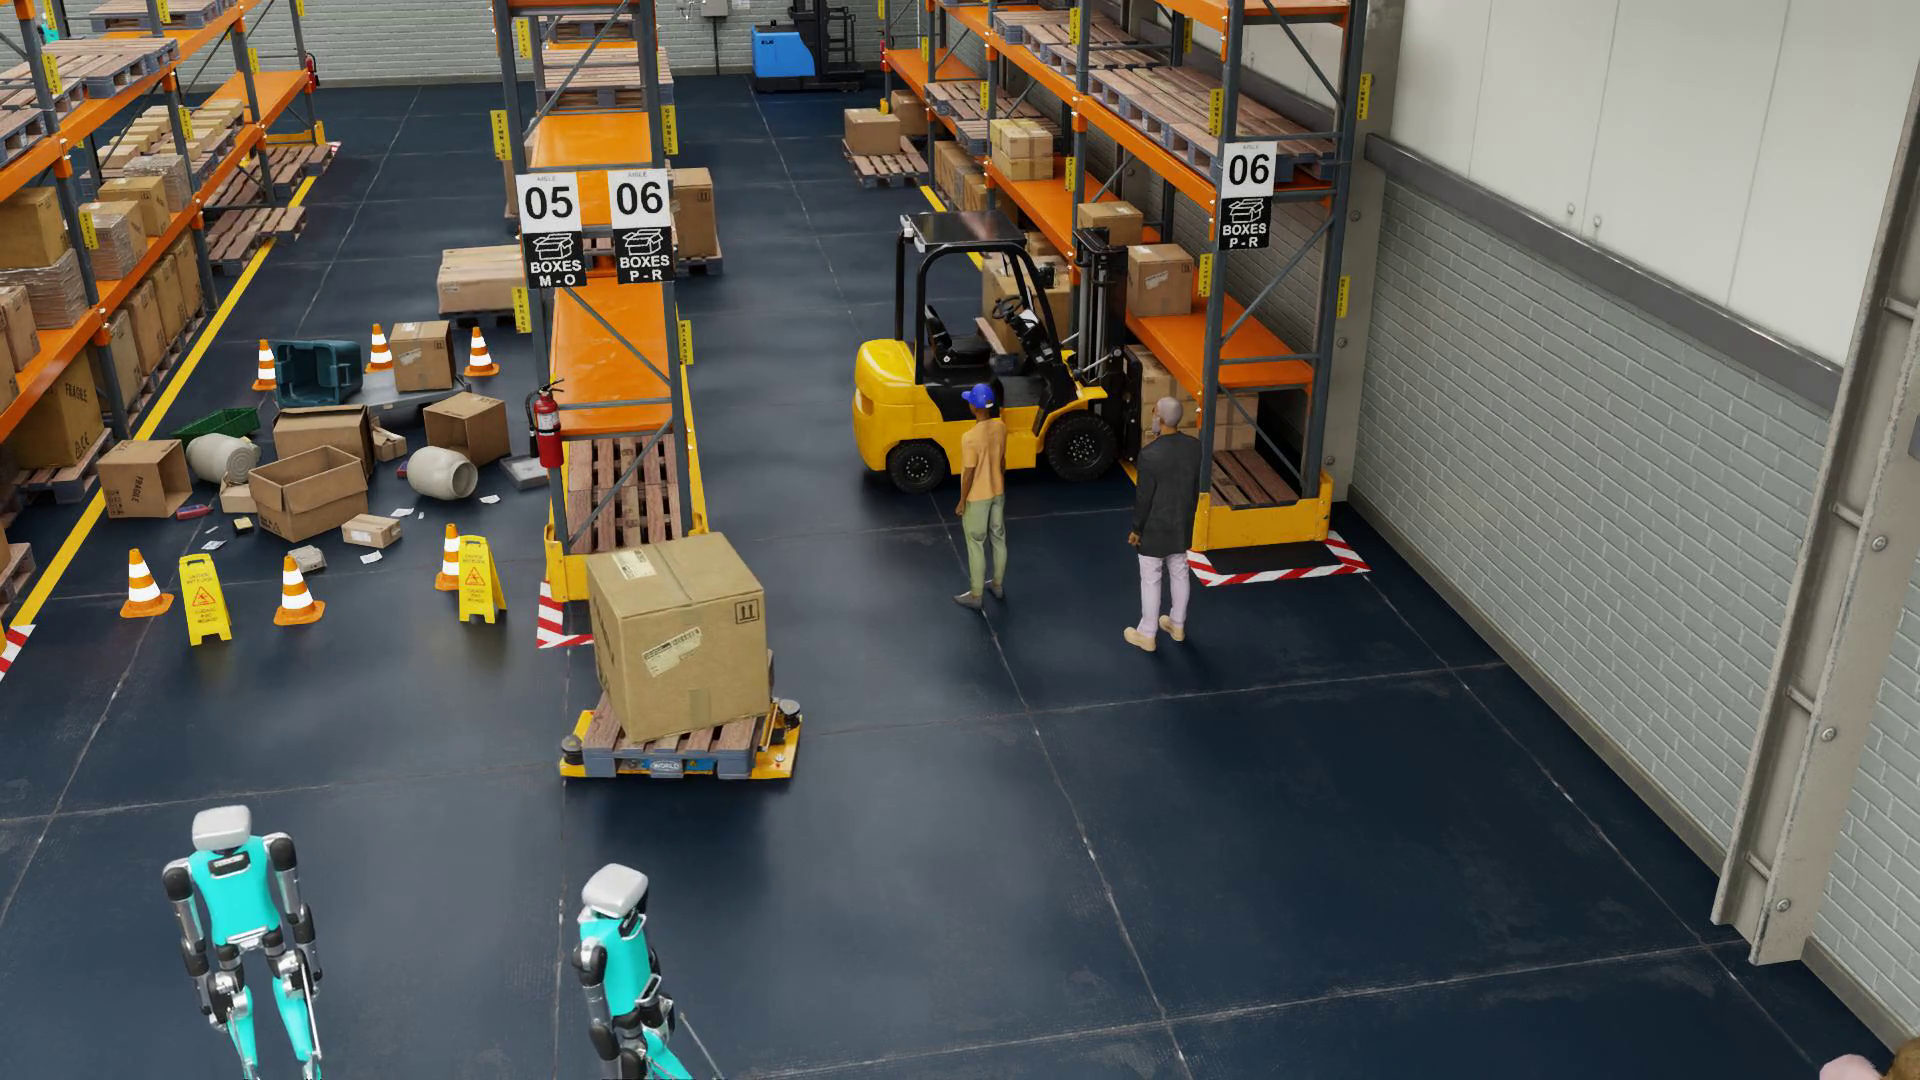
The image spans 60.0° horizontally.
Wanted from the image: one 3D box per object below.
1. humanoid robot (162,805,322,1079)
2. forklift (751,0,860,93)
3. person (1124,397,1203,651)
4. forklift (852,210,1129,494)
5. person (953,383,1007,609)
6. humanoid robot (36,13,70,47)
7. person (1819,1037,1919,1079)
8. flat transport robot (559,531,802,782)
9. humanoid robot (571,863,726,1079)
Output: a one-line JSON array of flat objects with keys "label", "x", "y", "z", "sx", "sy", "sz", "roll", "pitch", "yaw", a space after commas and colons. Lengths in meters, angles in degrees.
[{"label": "humanoid robot", "x": -2.994, "y": 2.086, "z": 7.197, "sx": 0.535, "sy": 1.871, "sz": 0.733, "roll": -13, "pitch": 29, "yaw": -25}, {"label": "forklift", "x": -2.872, "y": -9.679, "z": 30.288, "sx": 1.873, "sy": 2.768, "sz": 1.129, "roll": -5, "pitch": 26, "yaw": -10}, {"label": "person", "x": 1.421, "y": -0.112, "z": 11.529, "sx": 0.542, "sy": 1.856, "sz": 0.402, "roll": -14, "pitch": 29, "yaw": -27}, {"label": "forklift", "x": 0.216, "y": -1.659, "z": 14.366, "sx": 2.313, "sy": 2.155, "sz": 1.214, "roll": -5, "pitch": 26, "yaw": -10}, {"label": "person", "x": 0.144, "y": -0.330, "z": 12.143, "sx": 0.351, "sy": 1.717, "sz": 0.456, "roll": 23, "pitch": 34, "yaw": 39}, {"label": "humanoid robot", "x": -15.162, "y": -8.086, "z": 28.273, "sx": 0.563, "sy": 1.767, "sz": 0.779, "roll": 0, "pitch": 26, "yaw": 0}, {"label": "person", "x": 3.183, "y": 2.526, "z": 6.005, "sx": 0.407, "sy": 1.911, "sz": 0.661, "roll": 2, "pitch": 26, "yaw": 3}, {"label": "flat transport robot", "x": -1.749, "y": 1.252, "z": 10.522, "sx": 1.431, "sy": 0.231, "sz": 0.659, "roll": 1, "pitch": 26, "yaw": 1}, {"label": "humanoid robot", "x": -1.193, "y": 2.154, "z": 6.938, "sx": 0.673, "sy": 1.787, "sz": 0.530, "roll": 5, "pitch": 26, "yaw": 11}]
